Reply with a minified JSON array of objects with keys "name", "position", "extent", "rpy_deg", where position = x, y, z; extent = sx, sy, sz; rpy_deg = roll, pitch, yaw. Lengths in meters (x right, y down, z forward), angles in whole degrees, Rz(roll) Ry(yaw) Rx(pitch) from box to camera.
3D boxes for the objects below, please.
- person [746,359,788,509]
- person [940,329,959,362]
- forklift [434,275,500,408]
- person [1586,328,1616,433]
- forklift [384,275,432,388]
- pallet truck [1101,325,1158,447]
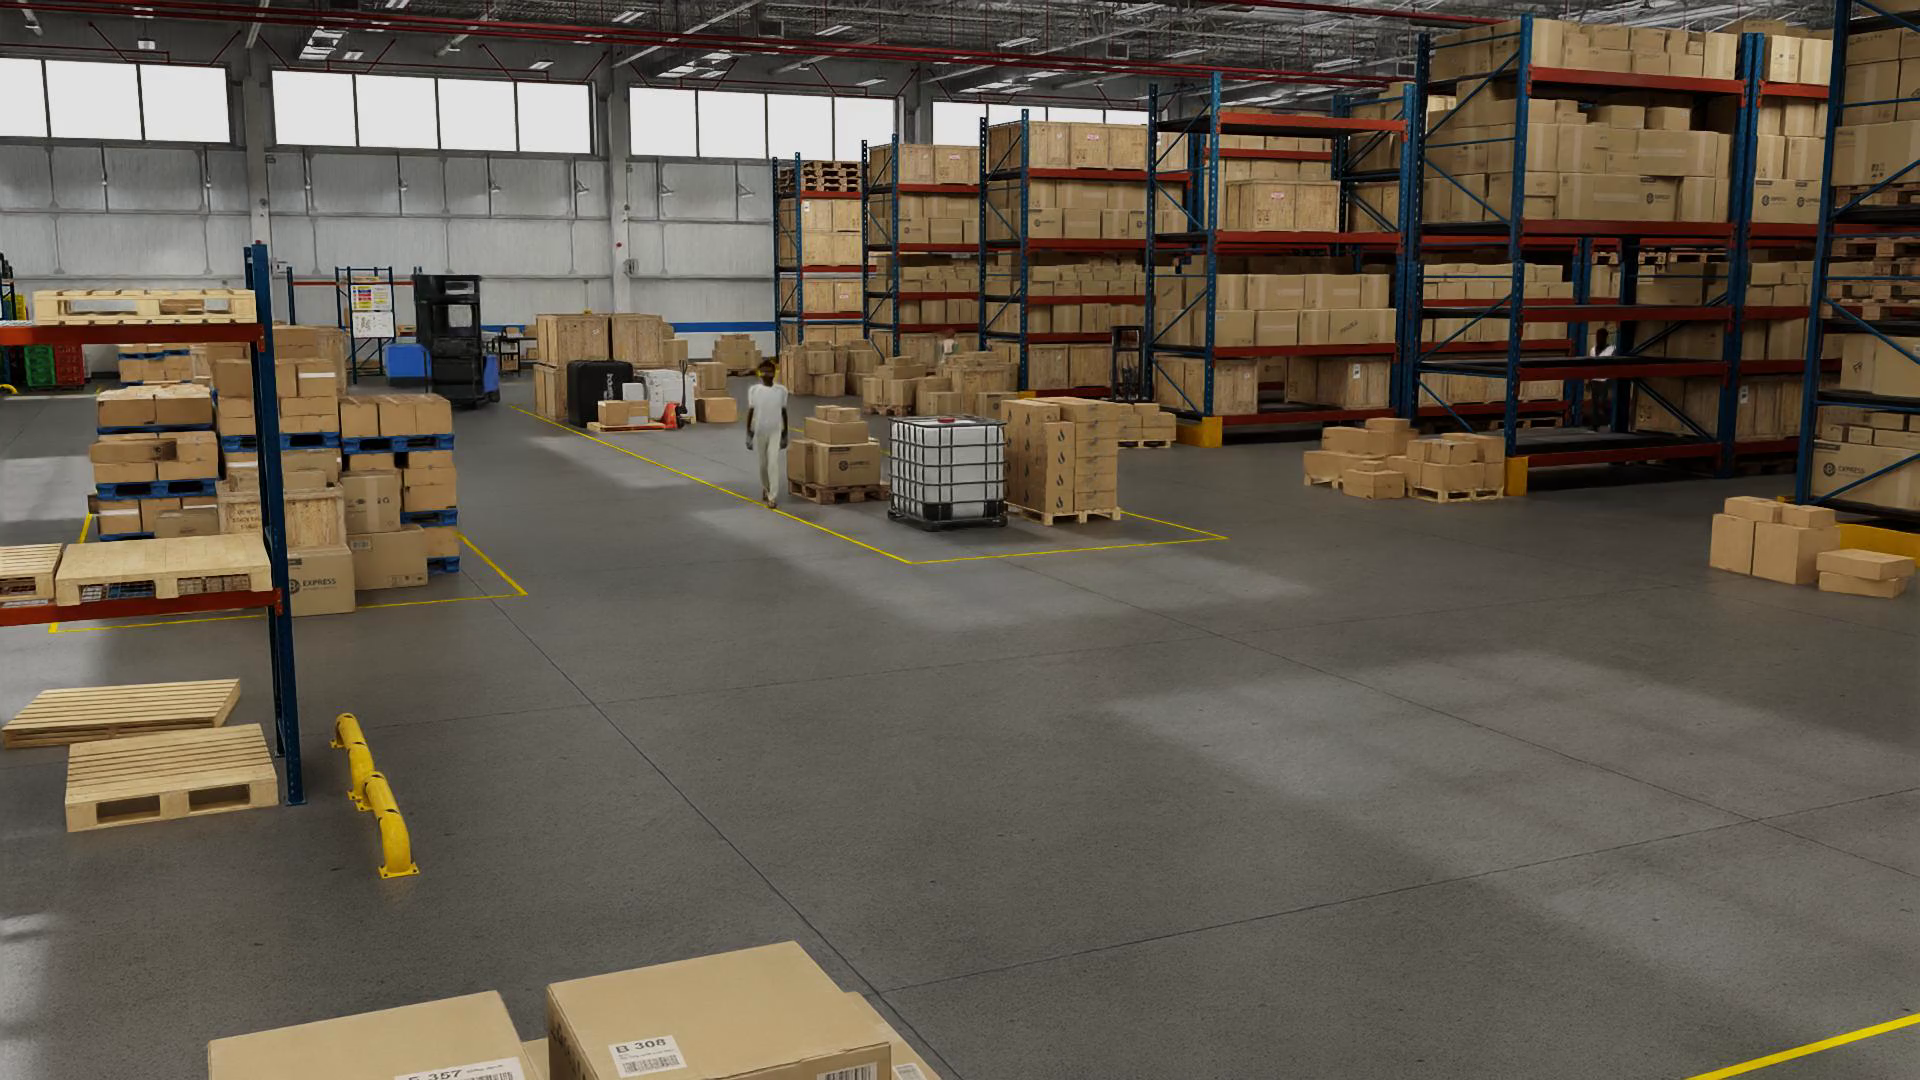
[{"name":"person","position":[-2.388,-1.336,20.637],"extent":[0.525,1.843,0.917],"rpy_deg":[-1,9,-4]},{"name":"person","position":[-0.250,-4.062,38.292],"extent":[0.516,1.586,0.896],"rpy_deg":[4,10,25]},{"name":"forklift","position":[-10.686,-4.277,35.623],"extent":[1.129,2.768,1.873],"rpy_deg":[0,9,2]},{"name":"person","position":[11.370,-2.786,29.396],"extent":[0.525,1.909,0.607],"rpy_deg":[-3,10,-20]},{"name":"forklift","position":[-13.371,-5.218,41.460],"extent":[1.873,2.768,1.129],"rpy_deg":[-4,10,-25]},{"name":"pallet truck","position":[2.881,-2.596,27.923],"extent":[0.823,1.965,1.885],"rpy_deg":[-1,9,-7]}]
